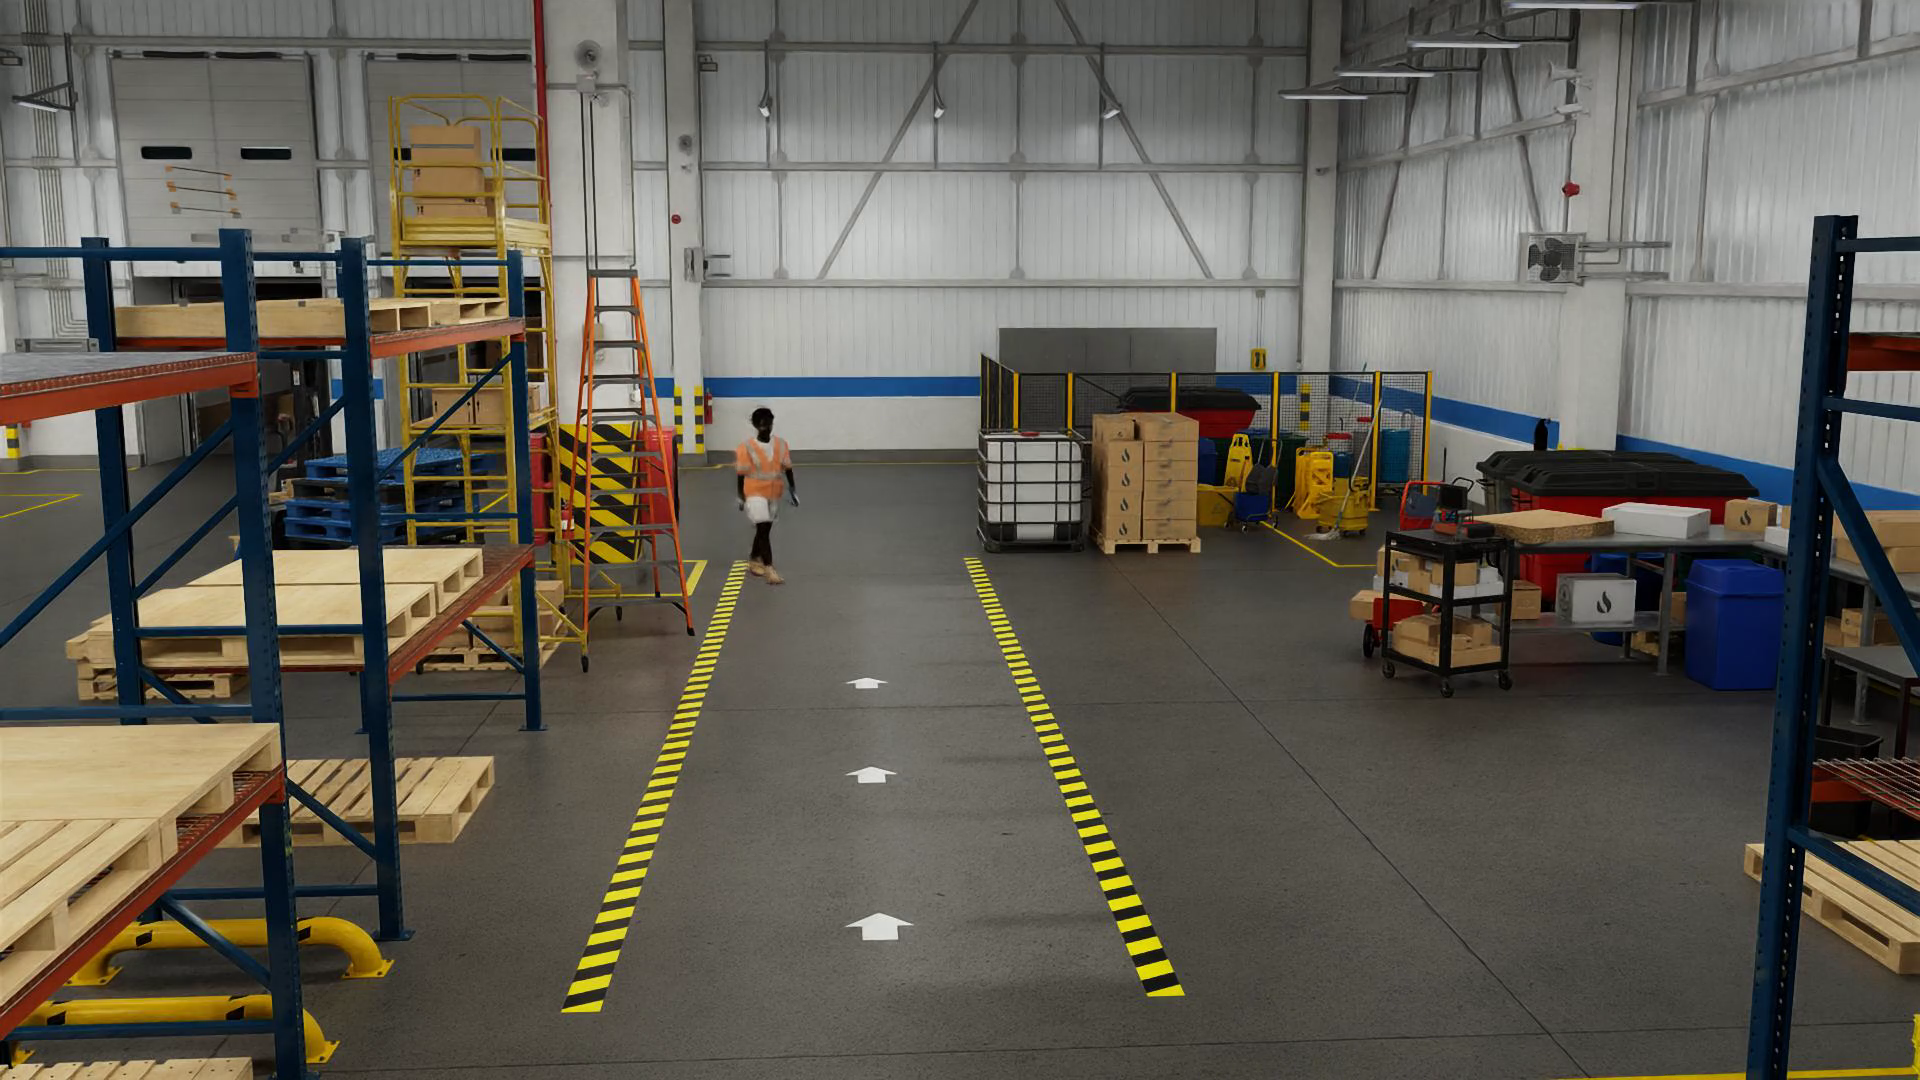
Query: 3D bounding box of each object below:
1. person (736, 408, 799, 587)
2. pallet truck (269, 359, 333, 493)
[{"bbox_3d":[-1.856,-0.426,15.663,0.534,1.651,0.868,-7,12,-39],"label":"person"},{"bbox_3d":[-7.062,-1.131,18.996,1.885,1.965,0.823,2,9,13],"label":"pallet truck"}]
